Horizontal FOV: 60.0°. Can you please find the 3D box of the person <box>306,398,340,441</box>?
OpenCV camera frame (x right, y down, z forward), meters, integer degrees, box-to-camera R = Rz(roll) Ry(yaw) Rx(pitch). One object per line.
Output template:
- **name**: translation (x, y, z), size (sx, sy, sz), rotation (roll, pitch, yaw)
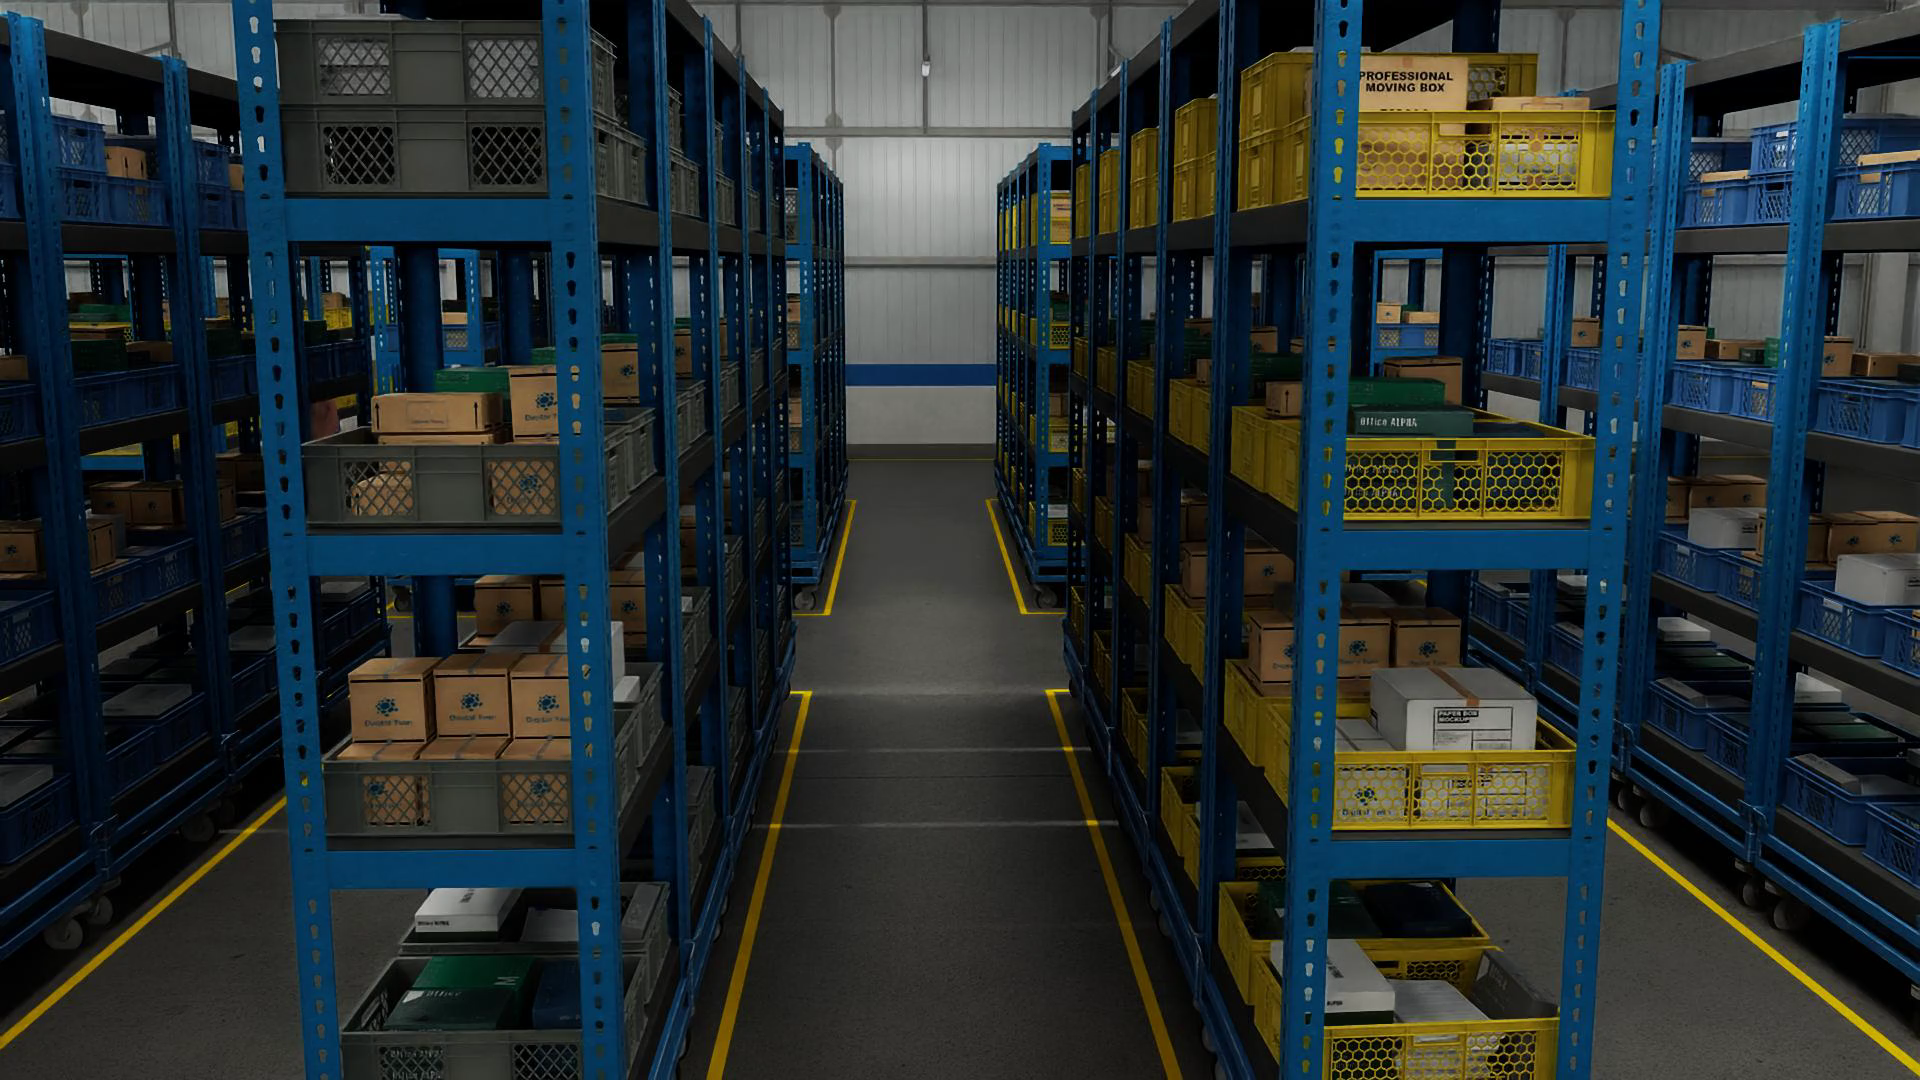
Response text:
- **person**: translation (-5.770, -0.769, 15.102), size (0.597, 1.966, 0.829), rotation (-4, 10, -24)
